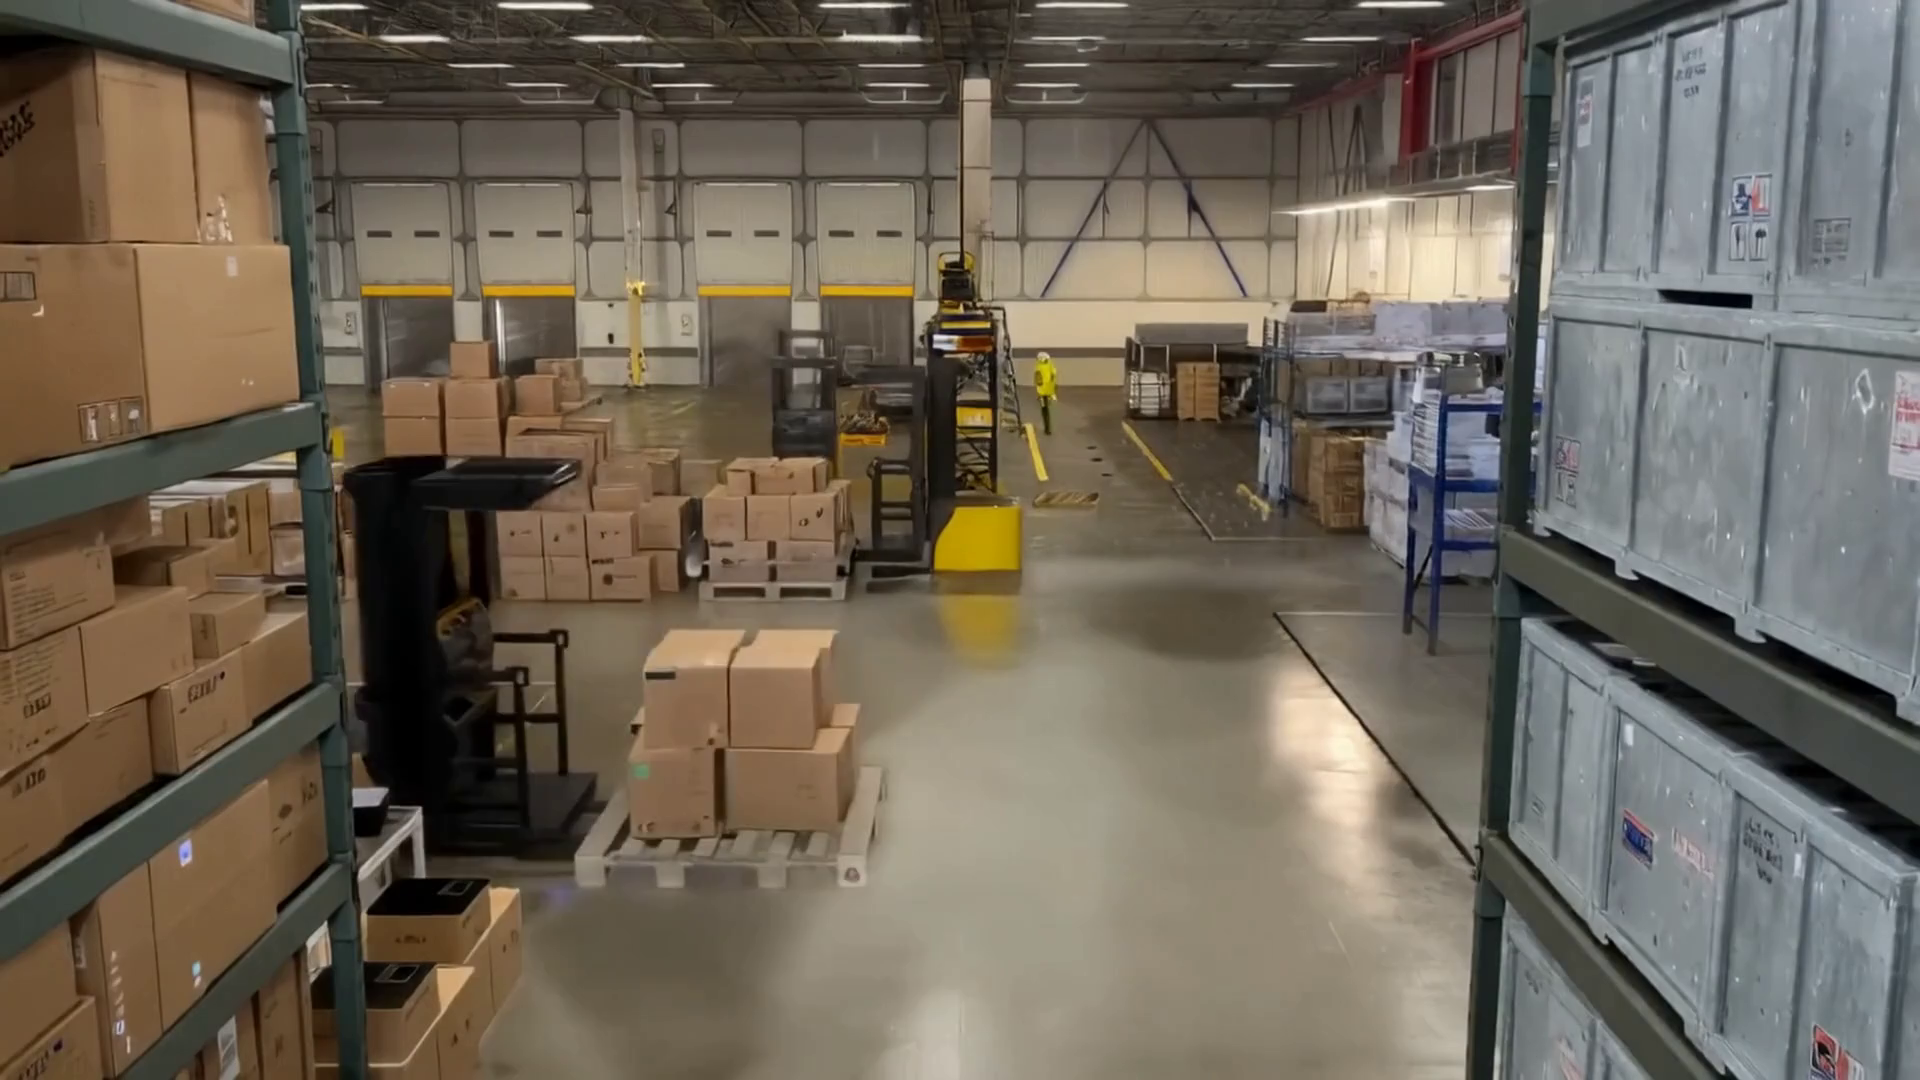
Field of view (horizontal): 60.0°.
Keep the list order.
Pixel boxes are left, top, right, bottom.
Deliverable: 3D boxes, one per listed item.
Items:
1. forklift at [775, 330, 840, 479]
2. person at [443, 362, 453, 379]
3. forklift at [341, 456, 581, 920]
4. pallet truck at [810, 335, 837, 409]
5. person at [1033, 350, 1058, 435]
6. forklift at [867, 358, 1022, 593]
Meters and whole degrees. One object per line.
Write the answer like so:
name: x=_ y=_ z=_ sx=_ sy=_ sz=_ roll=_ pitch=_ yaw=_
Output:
forklift: x=-2.607 y=-2.126 z=27.965 sx=1.129 sy=2.768 sz=1.873 roll=0 pitch=10 yaw=-3
person: x=-11.570 y=-3.229 z=37.907 sx=0.313 sy=1.639 sz=0.517 roll=5 pitch=11 yaw=25
forklift: x=-3.506 y=0.892 z=10.557 sx=1.873 sy=2.768 sz=1.129 roll=0 pitch=10 yaw=1
pallet truck: x=-3.021 y=-4.312 z=43.126 sx=1.885 sy=1.965 sz=0.823 roll=3 pitch=10 yaw=17
person: x=1.908 y=-3.364 z=37.919 sx=0.573 sy=1.902 sz=0.714 roll=-4 pitch=11 yaw=-21
forklift: x=-0.179 y=-0.808 z=20.365 sx=1.873 sy=2.768 sz=1.129 roll=0 pitch=10 yaw=1
